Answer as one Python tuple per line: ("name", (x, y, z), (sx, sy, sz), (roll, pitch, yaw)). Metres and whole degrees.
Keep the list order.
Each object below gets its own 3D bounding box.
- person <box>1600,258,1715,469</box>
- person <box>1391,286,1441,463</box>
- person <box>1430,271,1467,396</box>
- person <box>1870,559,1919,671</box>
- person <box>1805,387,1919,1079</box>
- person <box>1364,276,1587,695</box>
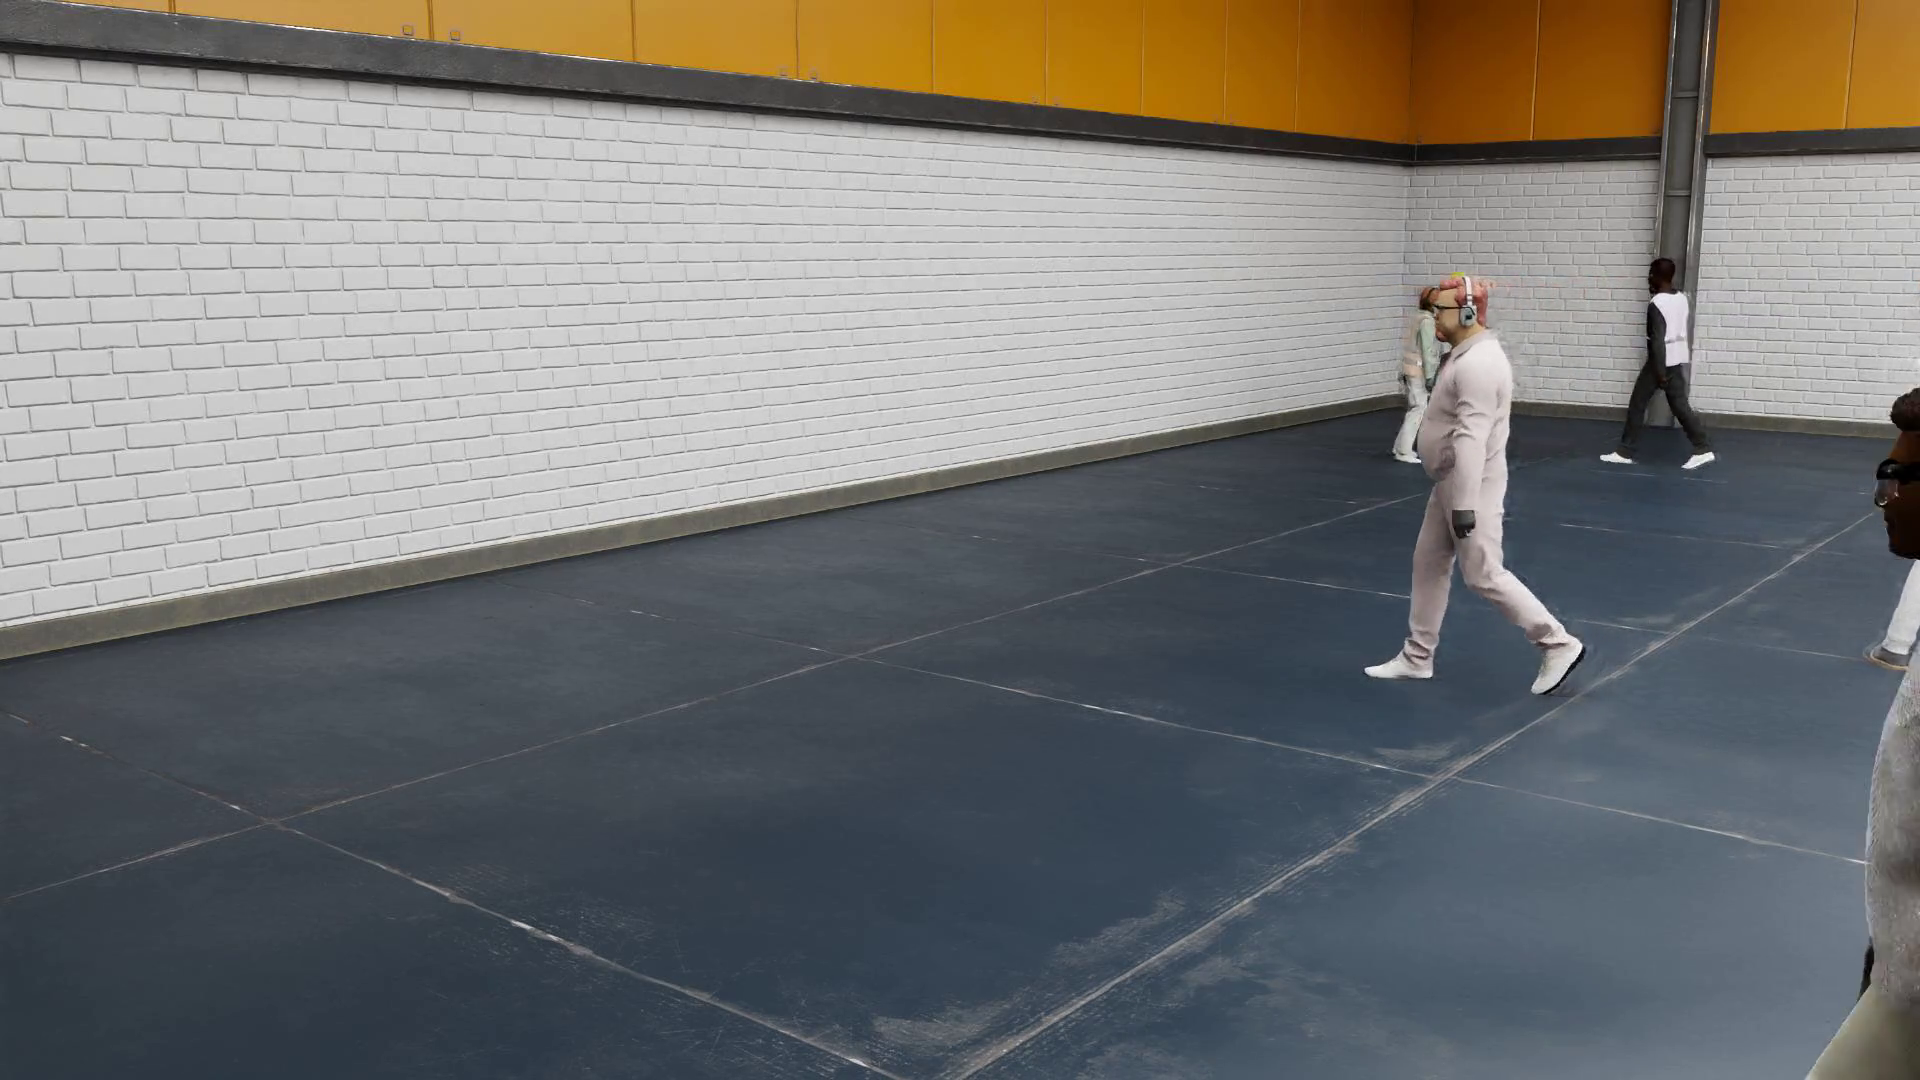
("person", (6.303, -1.572, 14.829), (0.589, 1.879, 0.998), (-8, 13, -37))
("person", (4.168, -1.489, 15.059), (0.411, 1.610, 0.540), (2, 10, 12))
("person", (4.757, -1.704, 15.966), (0.492, 1.720, 0.620), (-3, 11, -14))
("person", (4.666, -0.250, 7.612), (0.768, 1.841, 0.549), (5, 11, 26))
("person", (1.555, 0.672, 2.507), (0.514, 1.836, 0.933), (-10, 14, -43))
("person", (2.346, -0.237, 7.430), (0.891, 1.877, 0.655), (2, 10, 13))
